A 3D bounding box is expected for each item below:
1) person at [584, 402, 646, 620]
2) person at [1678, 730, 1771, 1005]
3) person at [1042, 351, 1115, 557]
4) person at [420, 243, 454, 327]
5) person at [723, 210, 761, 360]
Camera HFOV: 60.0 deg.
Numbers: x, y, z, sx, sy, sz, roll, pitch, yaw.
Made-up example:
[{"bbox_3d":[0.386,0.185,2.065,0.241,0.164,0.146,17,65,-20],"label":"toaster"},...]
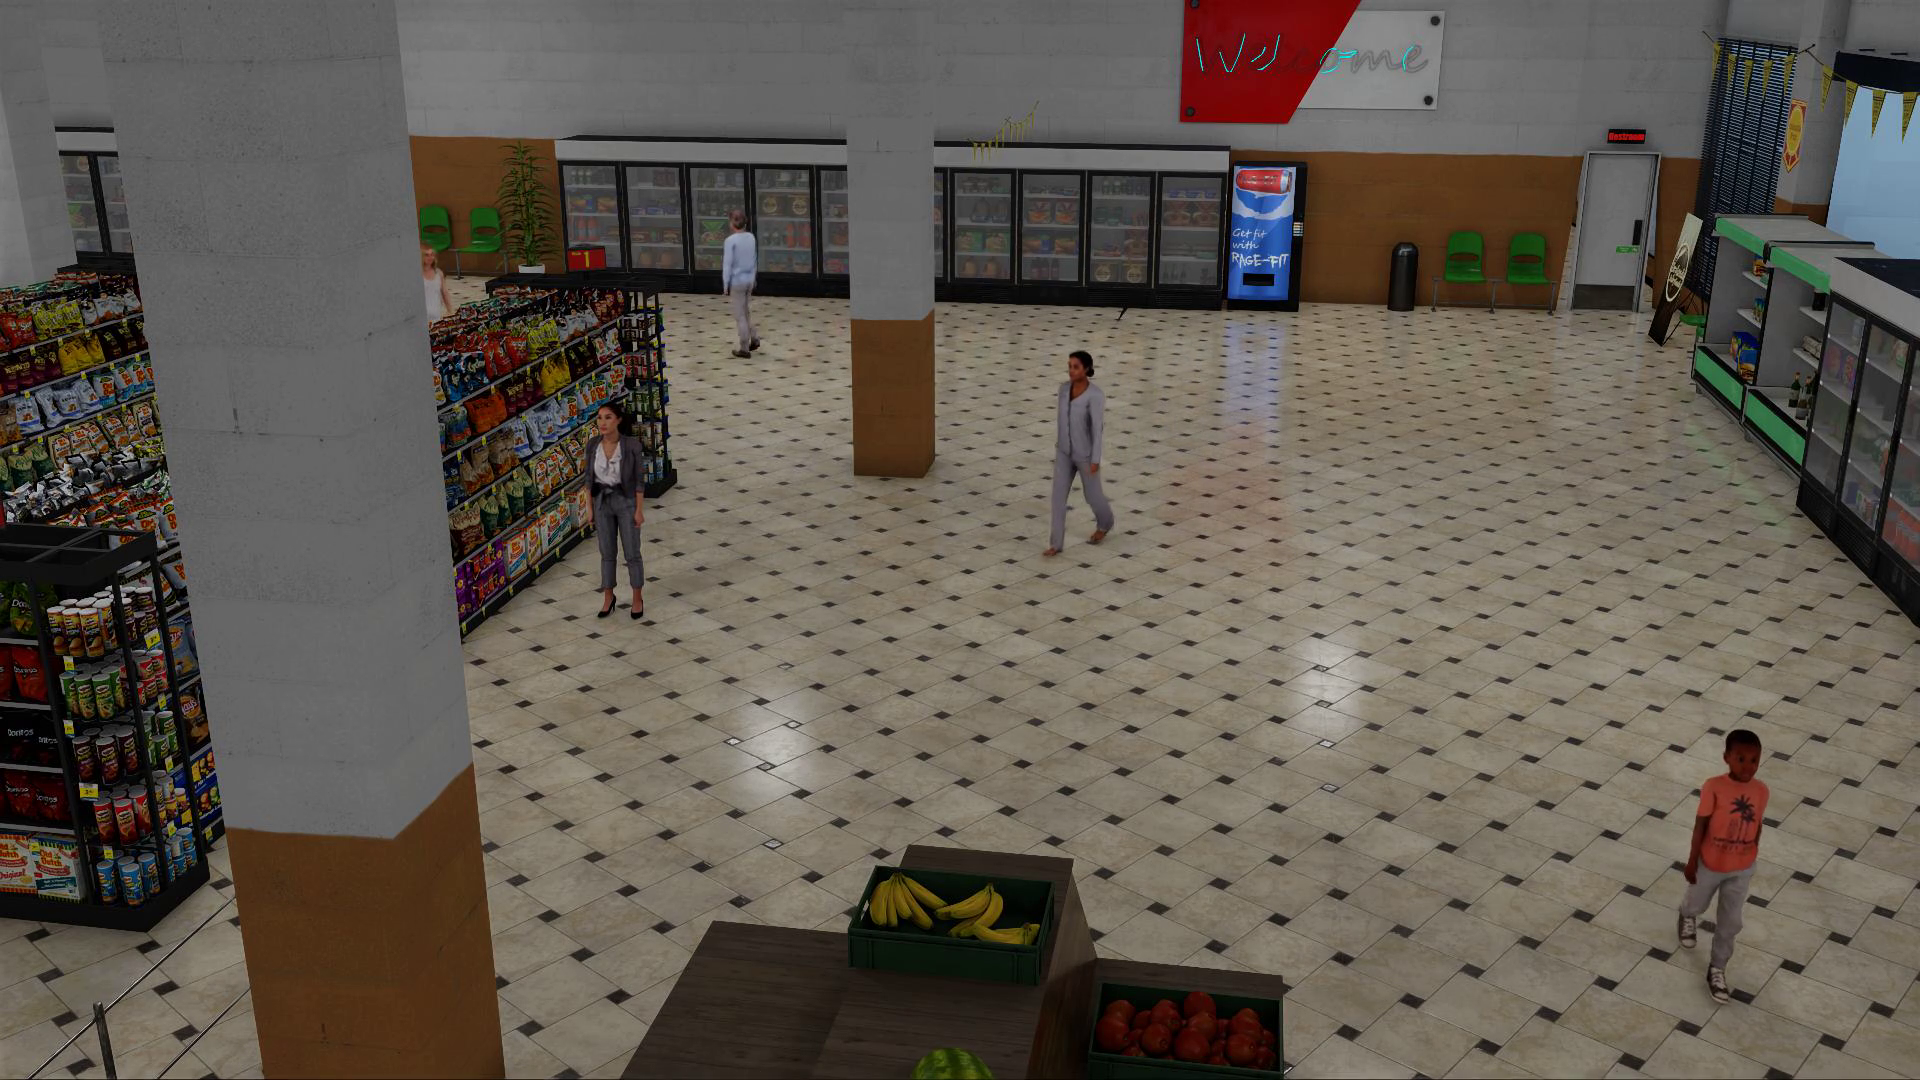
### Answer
[{"bbox_3d":[-2.587,-0.229,12.549,0.615,1.678,0.582,2,19,7],"label":"person"},{"bbox_3d":[3.650,1.504,8.010,0.495,1.293,0.864,3,19,10],"label":"person"},{"bbox_3d":[1.056,-0.742,14.021,0.983,1.709,1.206,14,23,36],"label":"person"},{"bbox_3d":[-6.443,-2.755,20.118,1.082,1.628,1.083,-16,24,-39],"label":"person"},{"bbox_3d":[-2.713,-3.245,21.167,0.866,1.886,0.772,14,23,36],"label":"person"}]
